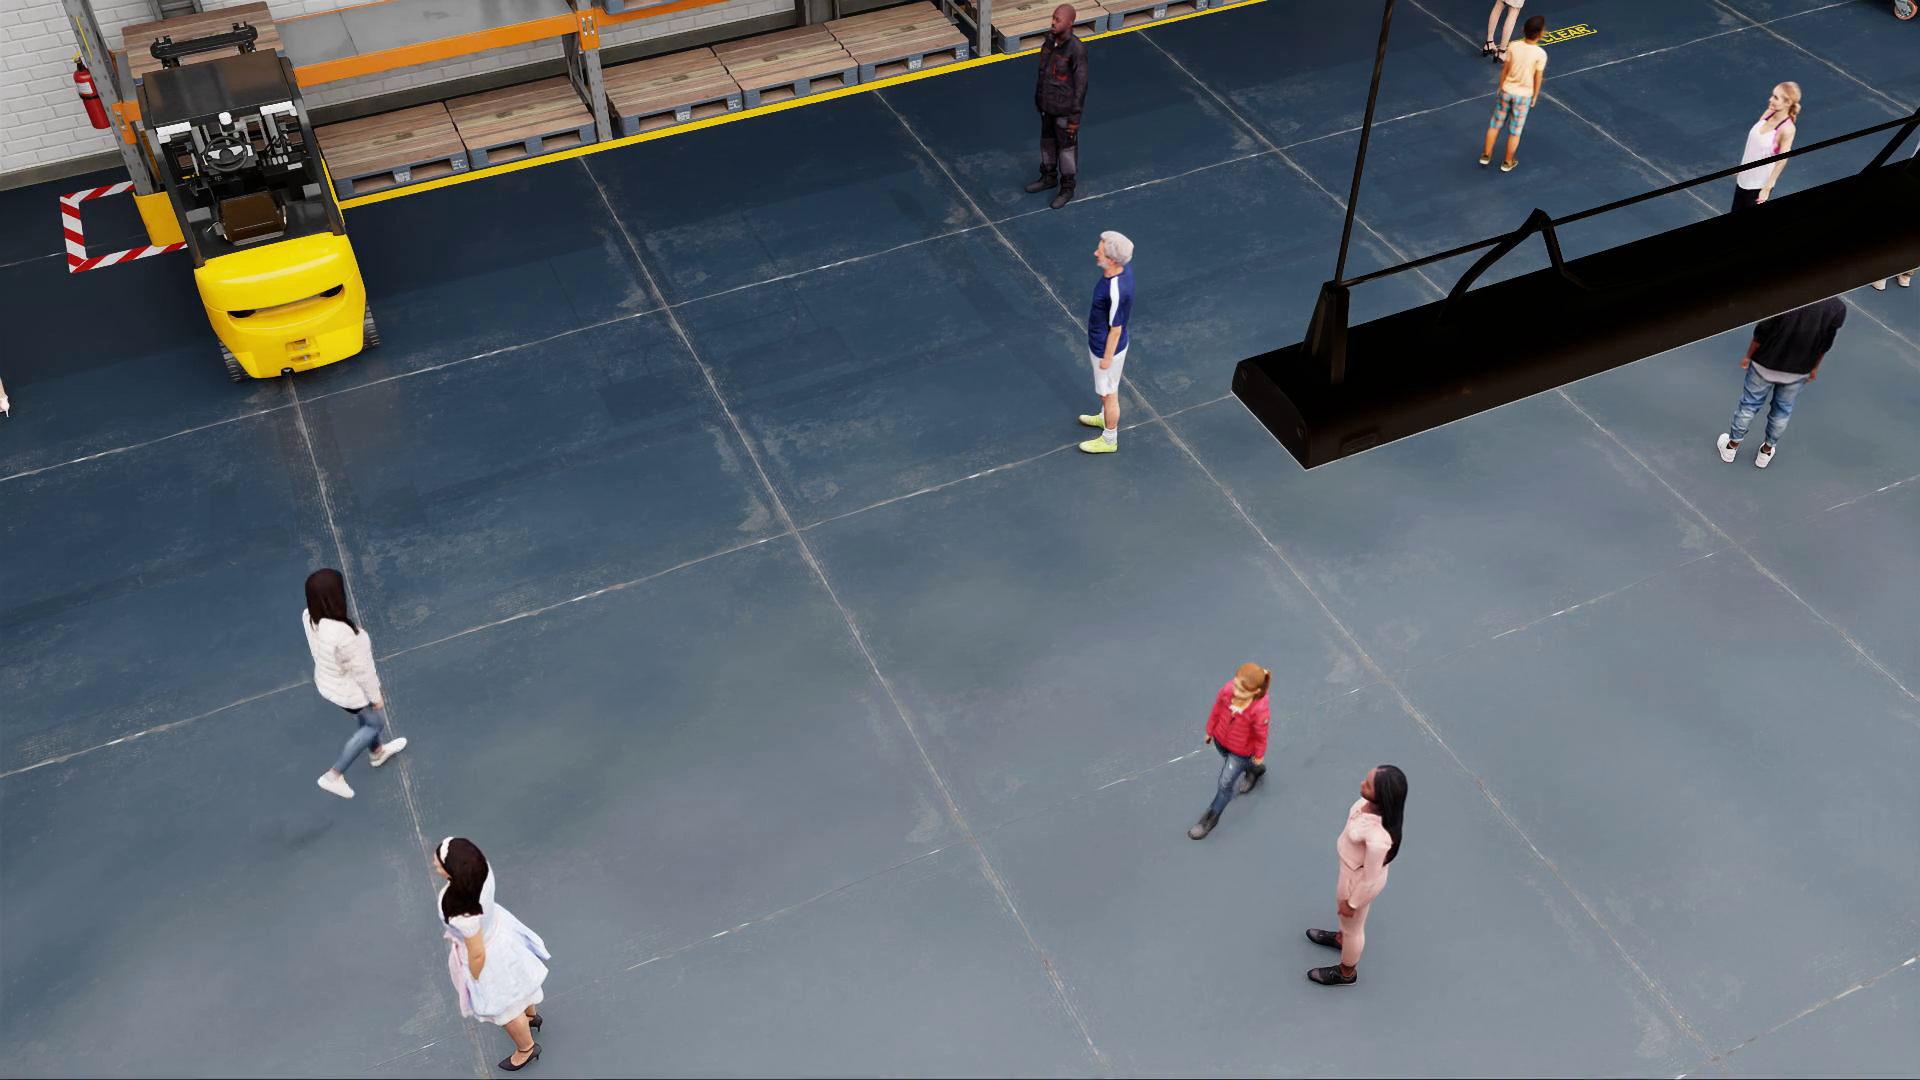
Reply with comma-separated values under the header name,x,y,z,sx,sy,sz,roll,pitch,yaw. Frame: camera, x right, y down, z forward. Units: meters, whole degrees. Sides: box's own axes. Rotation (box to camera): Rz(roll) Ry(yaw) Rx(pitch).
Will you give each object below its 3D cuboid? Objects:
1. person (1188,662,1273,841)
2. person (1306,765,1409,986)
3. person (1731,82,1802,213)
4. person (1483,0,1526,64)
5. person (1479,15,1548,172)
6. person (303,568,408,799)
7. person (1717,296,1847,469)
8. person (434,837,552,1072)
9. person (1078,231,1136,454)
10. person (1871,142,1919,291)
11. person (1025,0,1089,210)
name,x,y,z,sx,sy,sz,roll,pitch,yaw
person,1.647,1.147,9.694,0.966,1.289,0.664,-29,51,-27
person,2.107,1.751,8.747,0.726,1.721,0.700,8,44,8
person,6.516,-2.928,13.611,0.628,1.787,0.677,-5,44,-5
person,5.484,-5.602,16.387,0.491,1.829,0.567,-18,47,-18
person,5.025,-4.030,15.004,0.603,1.460,0.628,23,48,22
person,-3.647,0.879,9.739,0.847,1.615,0.977,30,51,28
person,5.878,-1.289,11.870,0.775,1.815,0.835,14,45,15
person,-2.352,2.073,8.339,0.850,1.818,0.813,-2,44,-2
person,1.074,-1.437,12.009,0.719,1.838,0.721,2,44,2
person,7.877,-2.854,13.515,0.611,1.812,0.796,-6,44,-6
person,0.884,-3.821,14.521,0.711,1.825,0.769,-31,52,-28
